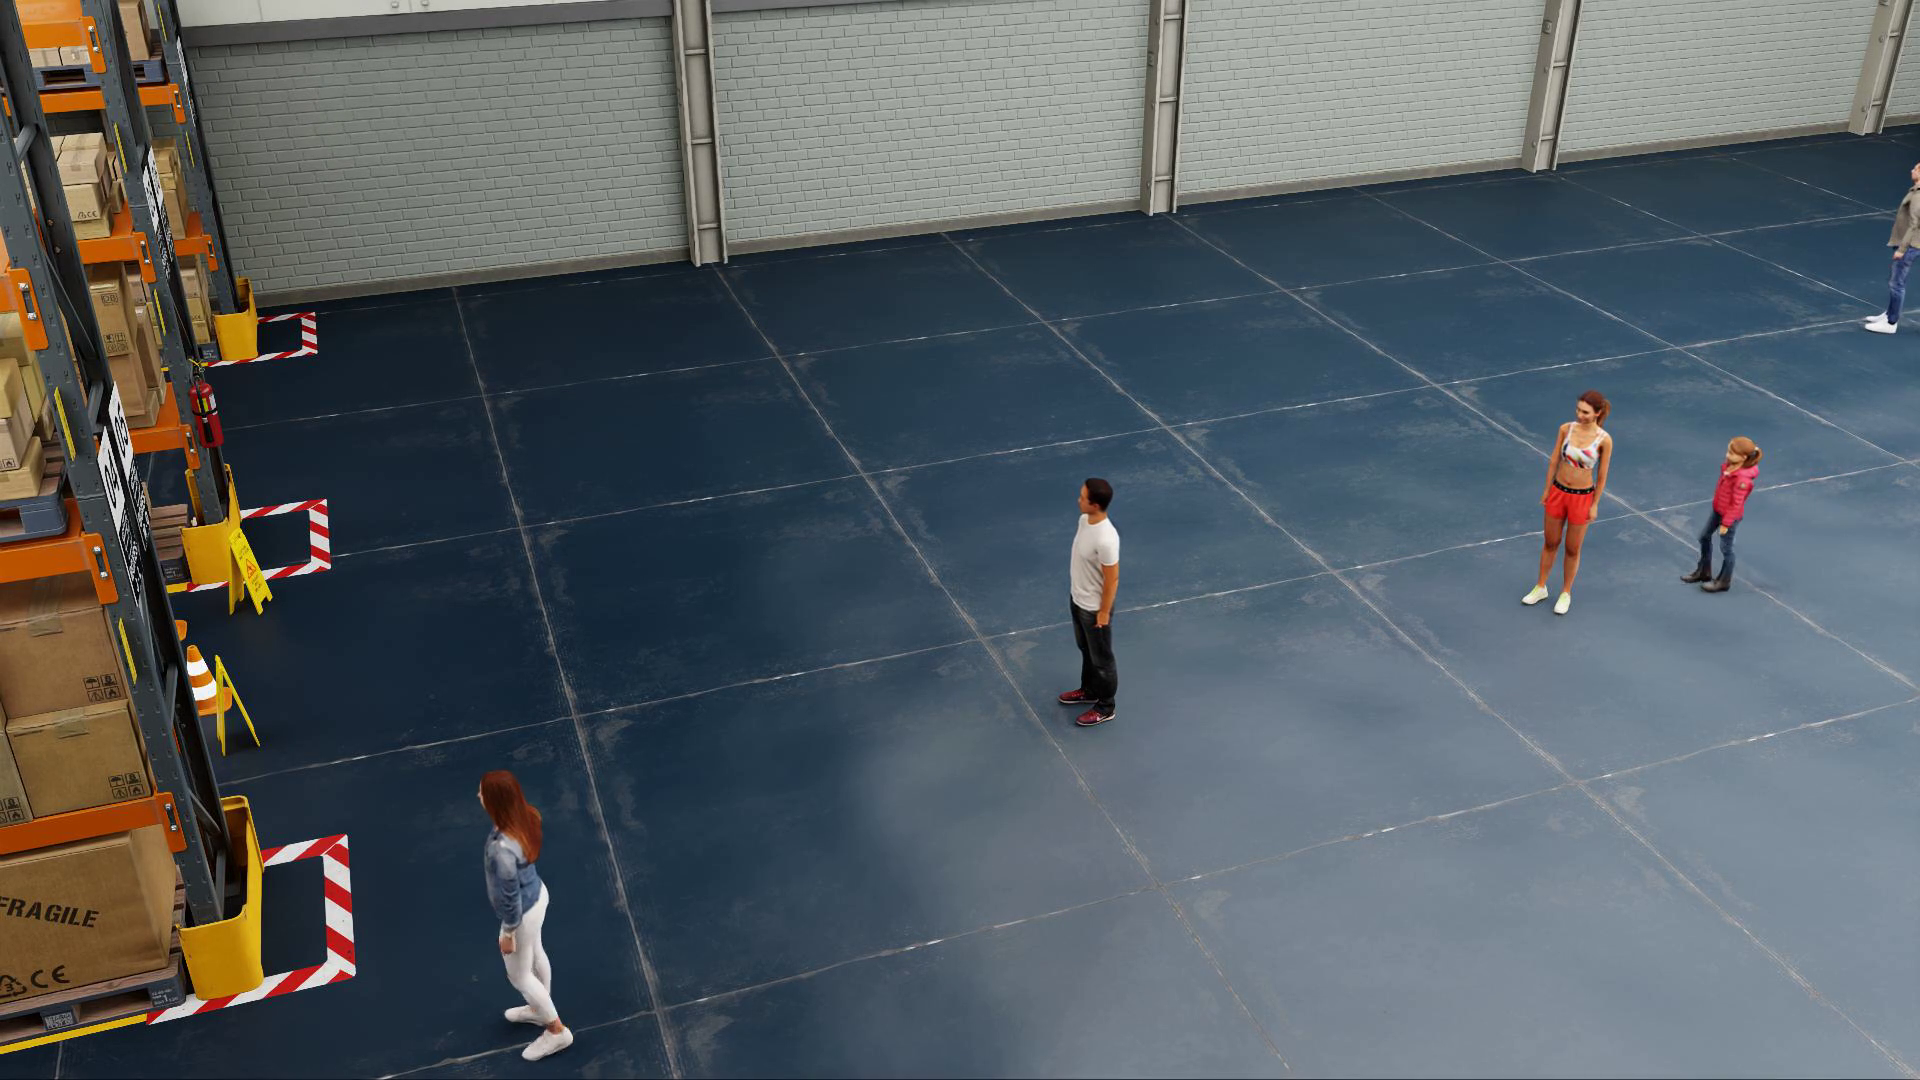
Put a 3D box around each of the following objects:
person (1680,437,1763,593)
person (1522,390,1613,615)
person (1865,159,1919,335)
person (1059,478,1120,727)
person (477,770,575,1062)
[{"bbox_3d":[5.938,-0.190,12.727,0.670,1.306,0.632,1,28,1],"label":"person"},{"bbox_3d":[4.573,-0.303,12.427,0.670,1.788,0.695,21,35,34],"label":"person"},{"bbox_3d":[10.041,-3.115,17.625,0.842,1.864,0.756,15,32,26],"label":"person"},{"bbox_3d":[0.905,0.394,11.105,0.539,1.800,0.636,-8,29,-15],"label":"person"},{"bbox_3d":[-2.184,1.870,8.437,0.741,1.702,0.719,-1,28,-1],"label":"person"}]
